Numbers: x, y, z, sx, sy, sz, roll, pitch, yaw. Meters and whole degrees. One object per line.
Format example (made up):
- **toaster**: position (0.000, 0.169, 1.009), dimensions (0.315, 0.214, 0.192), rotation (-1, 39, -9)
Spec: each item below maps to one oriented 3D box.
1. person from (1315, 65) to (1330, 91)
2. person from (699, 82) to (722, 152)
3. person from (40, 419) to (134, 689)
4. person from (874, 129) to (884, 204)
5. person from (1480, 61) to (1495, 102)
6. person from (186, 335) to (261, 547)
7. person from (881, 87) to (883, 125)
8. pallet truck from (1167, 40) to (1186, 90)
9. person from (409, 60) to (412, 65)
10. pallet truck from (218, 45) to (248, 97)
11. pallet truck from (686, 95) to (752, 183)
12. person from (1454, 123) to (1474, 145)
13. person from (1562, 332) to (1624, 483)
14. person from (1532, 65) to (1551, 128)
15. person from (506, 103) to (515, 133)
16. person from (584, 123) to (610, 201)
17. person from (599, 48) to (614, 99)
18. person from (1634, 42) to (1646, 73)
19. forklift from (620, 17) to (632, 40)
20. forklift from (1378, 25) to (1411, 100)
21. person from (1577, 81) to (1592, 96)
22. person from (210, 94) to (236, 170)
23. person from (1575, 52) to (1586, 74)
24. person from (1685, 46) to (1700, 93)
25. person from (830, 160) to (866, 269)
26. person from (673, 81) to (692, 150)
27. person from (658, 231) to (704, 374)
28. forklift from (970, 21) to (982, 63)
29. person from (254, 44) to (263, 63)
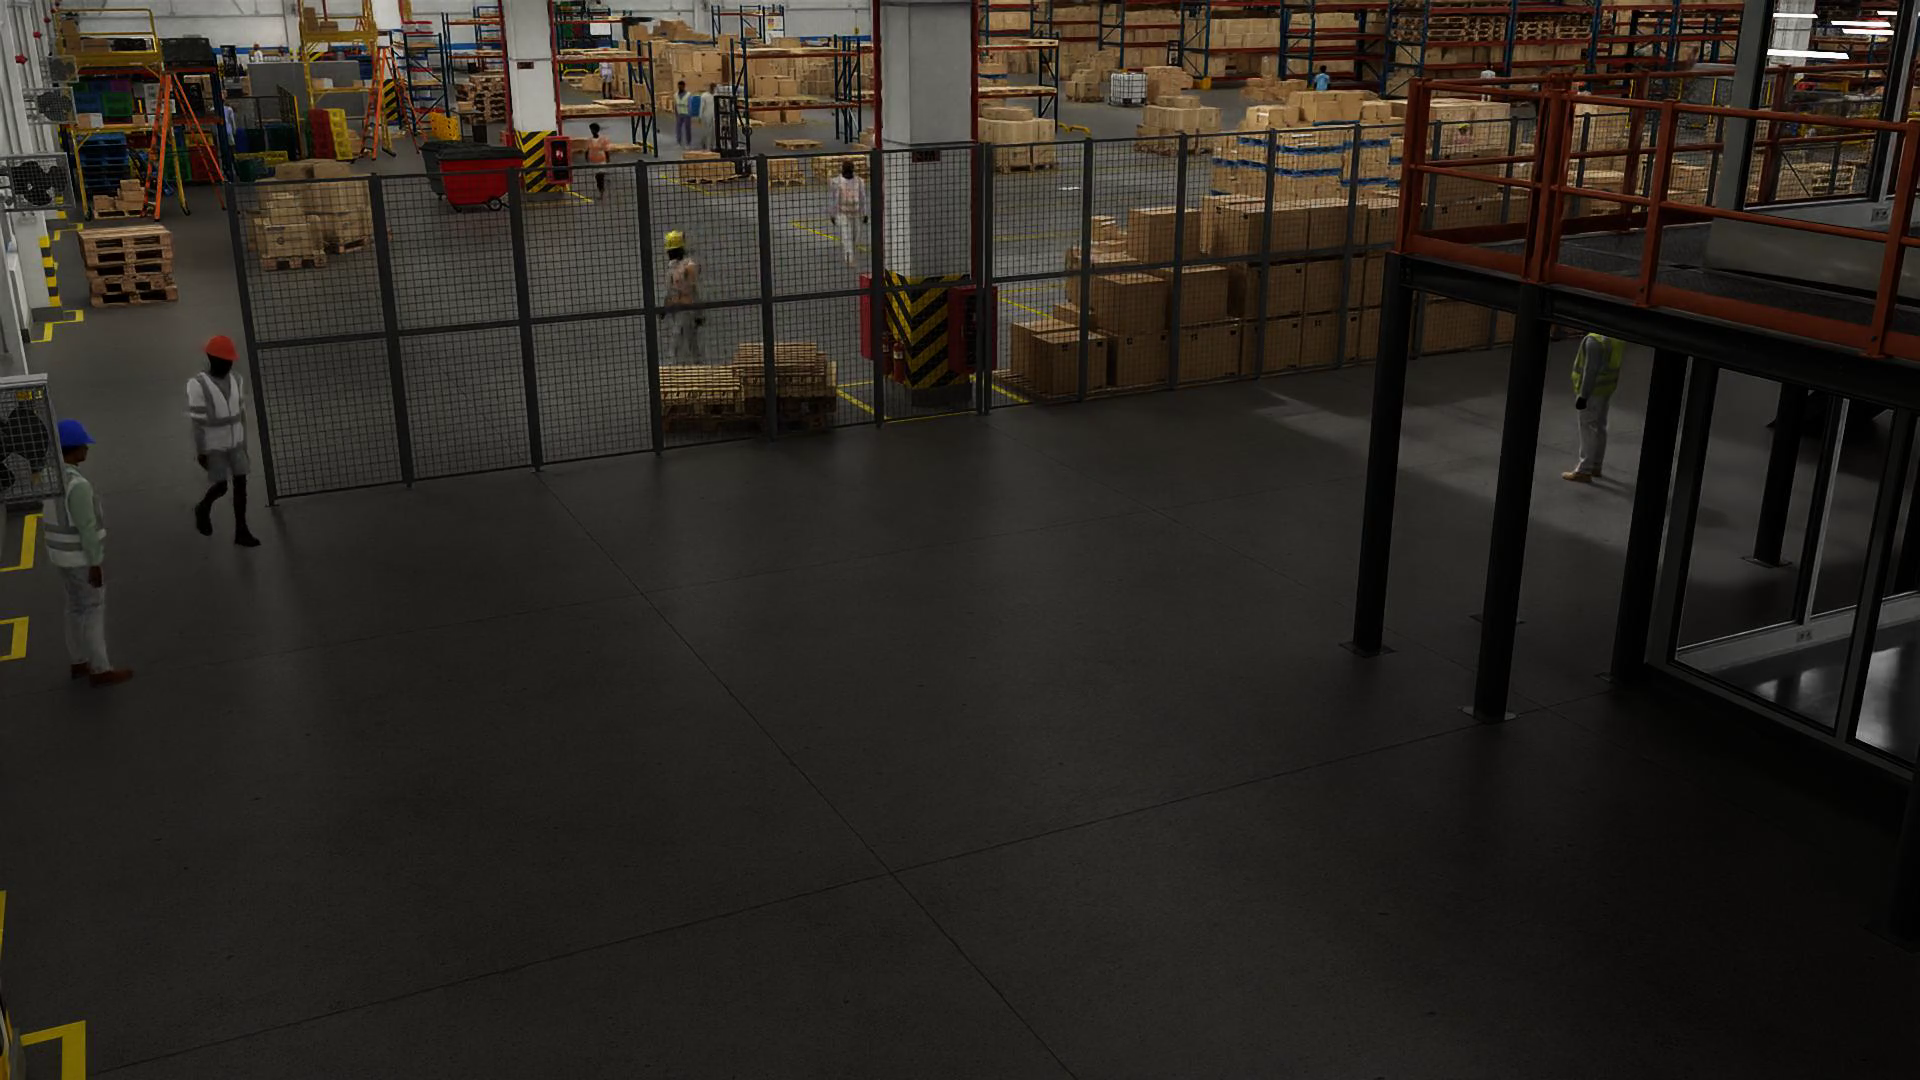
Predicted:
- **person**: position (12.605, -15.686, 57.978), dimensions (0.537, 1.665, 0.836), rotation (11, 22, 29)
- **person**: position (-6.902, -11.728, 46.136), dimensions (0.657, 1.908, 0.497), rotation (-14, 23, -34)
- **person**: position (-6.240, 0.094, 11.830), dimensions (0.622, 1.940, 0.428), rotation (17, 25, 40)
- **person**: position (-1.509, -8.069, 35.507), dimensions (0.647, 1.920, 0.450), rotation (2, 19, 5)
- **person**: position (17.961, -15.344, 56.670), dimensions (0.515, 1.876, 0.328), rotation (10, 22, 27)
- **person**: position (-6.535, -0.877, 14.675), dimensions (0.594, 1.912, 0.568), rotation (11, 22, 29)
- **person**: position (-2.029, -11.457, 45.388), dimensions (0.938, 1.883, 0.596), rotation (0, 19, -1)
- **pallet truck**: position (9.045, -19.971, 69.895), dimensions (0.823, 1.965, 1.885), rotation (-3, 19, -8)
- **person**: position (-20.933, -17.436, 62.730), dimensions (0.647, 1.892, 1.033), rotation (-8, 21, -21)
- **pallet truck**: position (-28.879, -18.665, 66.111), dimensions (0.823, 1.965, 1.885), rotation (-3, 19, -9)
- **pallet truck**: position (-5.836, -9.608, 39.856), dimensions (0.823, 1.965, 1.885), rotation (10, 22, 27)
- **person**: position (10.880, -8.194, 36.120), dimensions (0.523, 1.760, 0.325), rotation (-8, 20, -21)
- **person**: position (6.303, -1.489, 16.560), dimensions (0.429, 1.838, 0.634), rotation (17, 25, 40)
- **person**: position (18.154, -13.727, 51.729), dimensions (0.710, 2.000, 0.549), rotation (1, 19, 4)
- **person**: position (-10.993, -9.999, 41.318), dimensions (0.512, 1.785, 0.997), rotation (-10, 21, -27)
- **person**: position (-8.010, -8.301, 36.573), dimensions (0.550, 1.655, 0.831), rotation (5, 20, 13)
- **person**: position (-13.766, -18.132, 64.705), dimensions (0.644, 1.915, 0.574), rotation (0, 19, 1)
- **person**: position (31.339, -22.166, 76.831), dimensions (0.550, 1.620, 0.381), rotation (3, 19, 9)
- **forklift**: position (-14.590, -21.543, 73.120), dimensions (1.873, 2.768, 1.129), rotation (-1, 19, -2)
- **forklift**: position (16.860, -17.940, 62.675), dimensions (1.873, 2.768, 1.129), rotation (-9, 21, -25)
- **person**: position (17.559, -12.087, 47.137), dimensions (0.547, 1.934, 0.376), rotation (14, 23, 34)
- **person**: position (-18.582, -10.310, 41.988), dimensions (0.552, 1.931, 0.370), rotation (-10, 21, -26)
- **person**: position (24.701, -18.516, 66.130), dimensions (0.531, 1.698, 0.320), rotation (13, 23, 33)
- **person**: position (29.842, -19.163, 67.735), dimensions (0.416, 1.876, 0.689), rotation (1, 19, 4)
- **person**: position (-1.909, -5.613, 28.564), dimensions (0.640, 1.814, 0.881), rotation (-8, 20, -21)
- **person**: position (-7.821, -11.932, 46.775), dimensions (0.586, 1.869, 0.941), rotation (5, 20, 13)
- **person**: position (-3.496, -2.821, 20.342), dimensions (0.873, 1.884, 0.611), rotation (-10, 21, -27)
- **forklift**: position (0.410, -19.649, 67.630), dimensions (1.129, 2.768, 1.873), rotation (-9, 21, -25)
- **person**: position (-29.185, -19.693, 69.264), dimensions (0.353, 1.883, 0.578), rotation (0, 19, 1)
